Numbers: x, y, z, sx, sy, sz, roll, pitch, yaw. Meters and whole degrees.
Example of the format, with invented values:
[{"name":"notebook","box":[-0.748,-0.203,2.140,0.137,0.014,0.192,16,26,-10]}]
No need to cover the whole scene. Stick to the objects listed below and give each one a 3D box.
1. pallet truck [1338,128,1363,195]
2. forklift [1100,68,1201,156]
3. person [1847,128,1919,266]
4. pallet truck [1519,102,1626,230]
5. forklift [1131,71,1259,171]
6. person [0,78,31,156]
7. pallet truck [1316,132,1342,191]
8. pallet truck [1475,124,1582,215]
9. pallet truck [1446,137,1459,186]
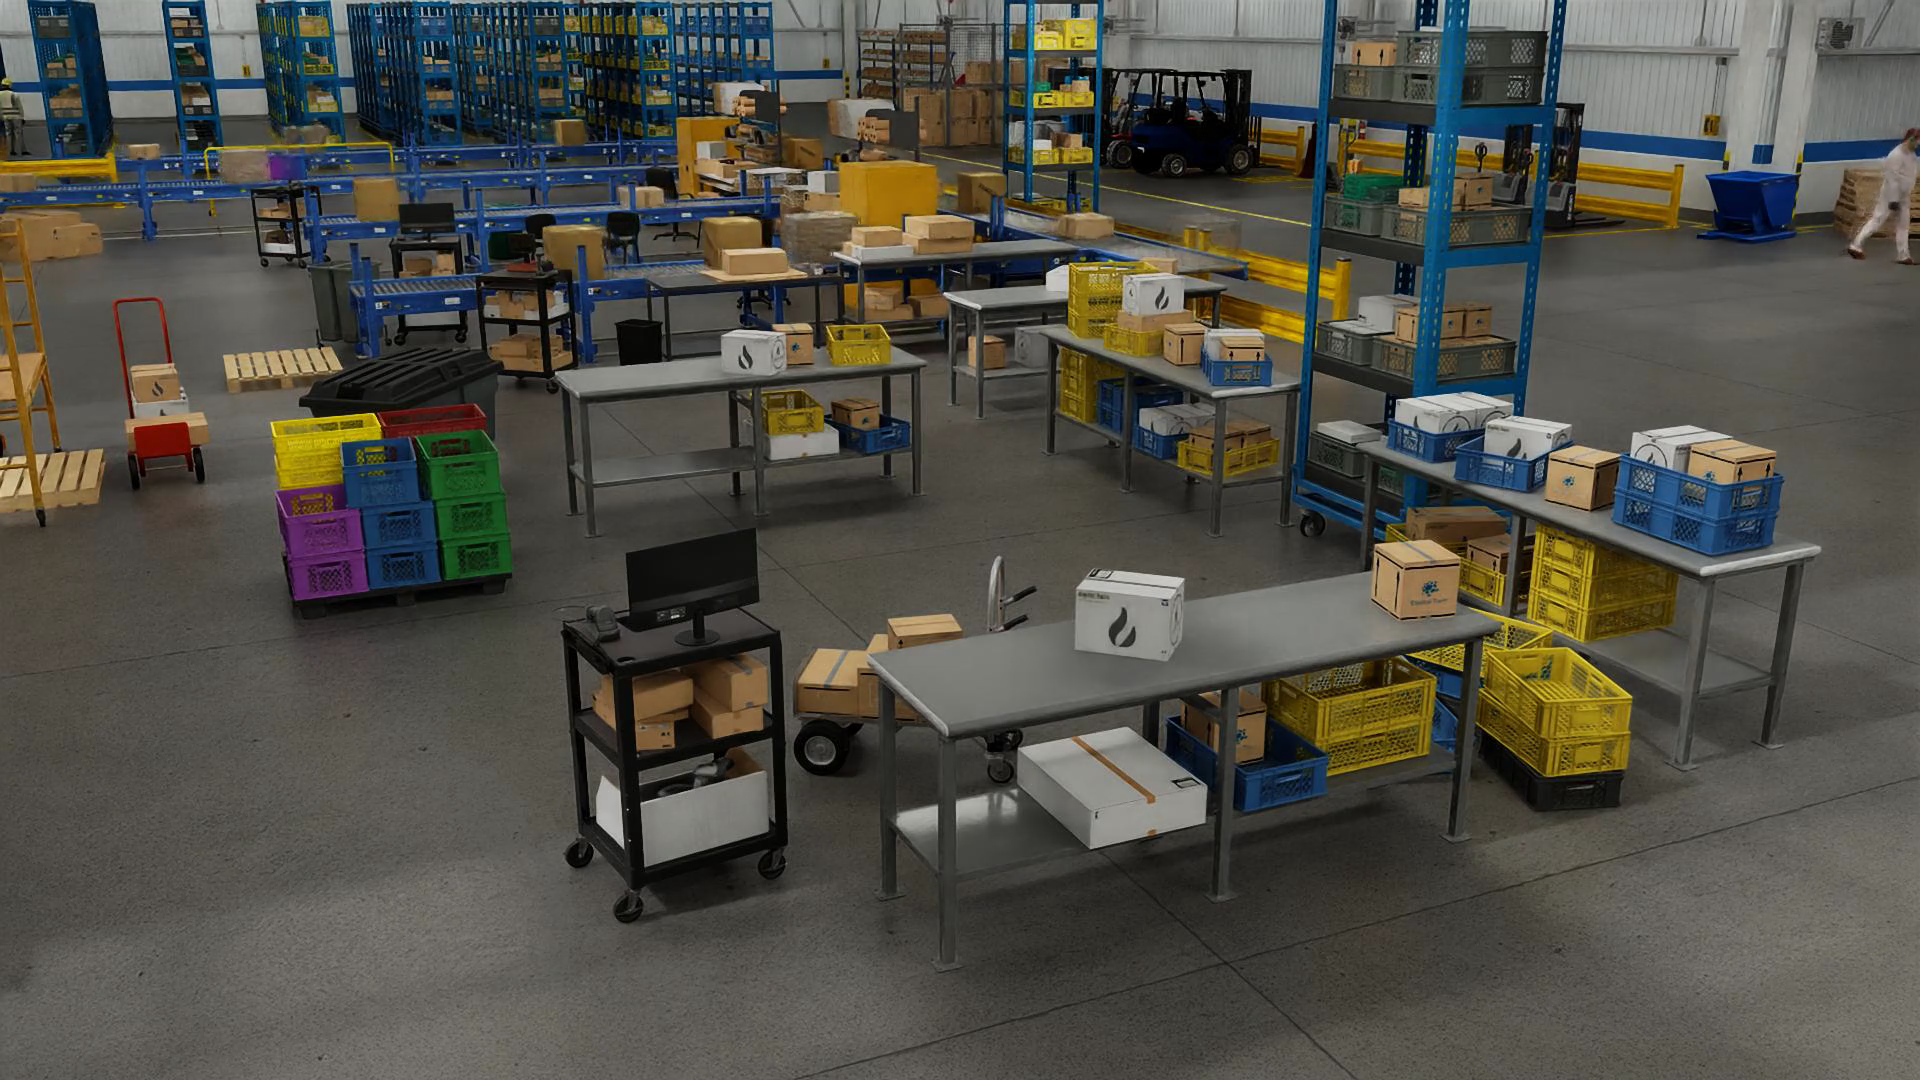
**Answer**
[{"name":"pallet truck","box":[7.845,-7.140,31.411,1.522,1.261,0.704,-9,20,-25]},{"name":"forklift","box":[4.082,-9.564,37.410,2.680,1.987,1.157,-8,19,-23]},{"name":"person","box":[12.916,-4.767,23.034,0.641,1.857,0.985,-12,21,-32]},{"name":"pallet truck","box":[9.972,-6.037,26.785,1.885,1.965,0.823,-9,20,-25]},{"name":"forklift","box":[4.998,-8.936,35.413,2.680,1.987,1.157,-9,20,-25]},{"name":"person","box":[-22.983,-10.254,40.333,0.586,1.836,0.404,-1,18,-5]},{"name":"pallet truck","box":[7.723,-7.504,32.656,1.601,1.201,0.680,-8,19,-23]},{"name":"pallet truck","box":[9.707,-6.455,28.103,1.885,1.965,0.823,-7,19,-20]},{"name":"pallet truck","box":[9.184,-6.485,29.328,1.630,1.274,0.653,-8,19,-23]}]
